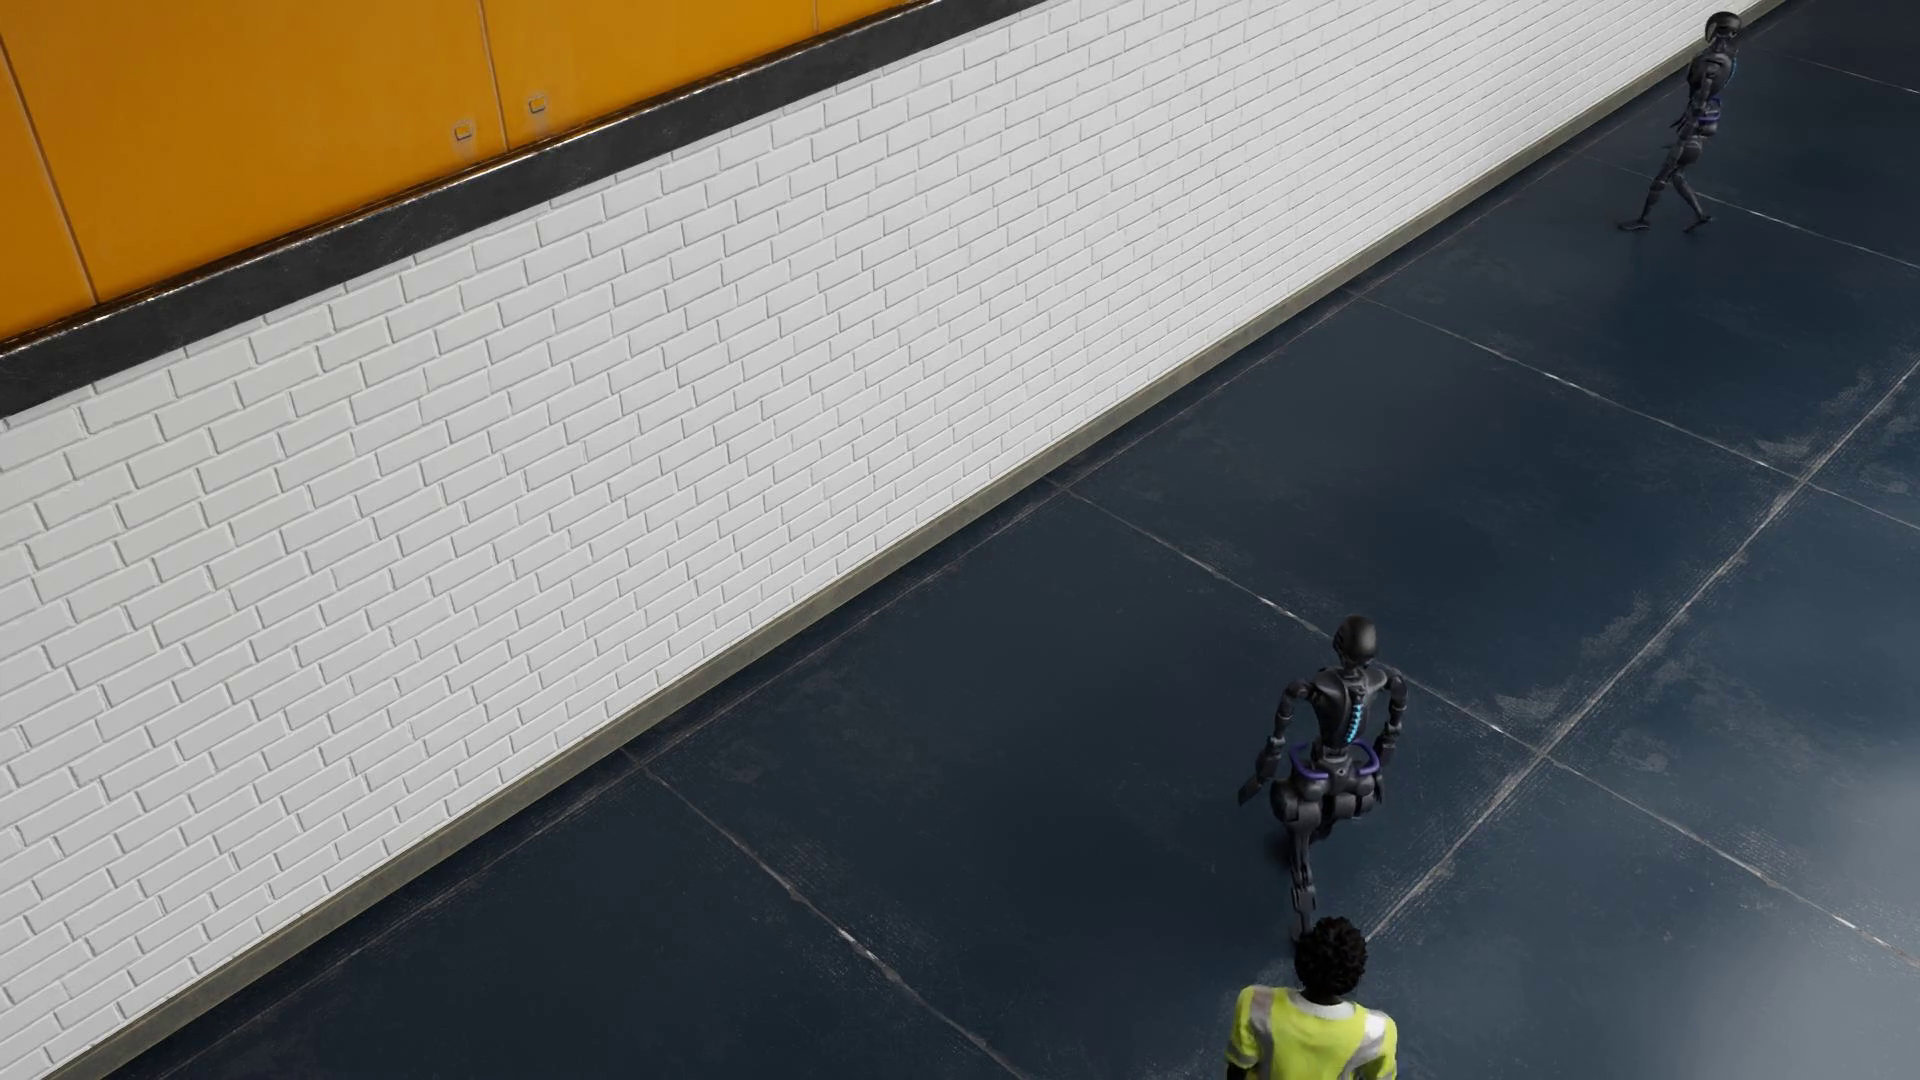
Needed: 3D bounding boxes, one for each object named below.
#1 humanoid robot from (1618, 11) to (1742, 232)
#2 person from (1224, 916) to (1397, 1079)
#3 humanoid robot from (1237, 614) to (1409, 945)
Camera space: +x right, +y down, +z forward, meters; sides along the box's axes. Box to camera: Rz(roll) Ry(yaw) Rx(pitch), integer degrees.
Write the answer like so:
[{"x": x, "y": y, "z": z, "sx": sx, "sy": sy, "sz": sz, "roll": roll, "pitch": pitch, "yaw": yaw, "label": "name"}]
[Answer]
[{"x": 5.015, "y": -2.818, "z": 11.344, "sx": 0.596, "sy": 1.637, "sz": 0.591, "roll": 15, "pitch": 41, "yaw": 18, "label": "humanoid robot"}, {"x": 1.129, "y": 1.856, "z": 5.495, "sx": 0.533, "sy": 1.648, "sz": 0.892, "roll": 13, "pitch": 40, "yaw": 15, "label": "person"}, {"x": 1.424, "y": 0.926, "z": 6.665, "sx": 0.604, "sy": 1.632, "sz": 0.759, "roll": -6, "pitch": 39, "yaw": -8, "label": "humanoid robot"}]
